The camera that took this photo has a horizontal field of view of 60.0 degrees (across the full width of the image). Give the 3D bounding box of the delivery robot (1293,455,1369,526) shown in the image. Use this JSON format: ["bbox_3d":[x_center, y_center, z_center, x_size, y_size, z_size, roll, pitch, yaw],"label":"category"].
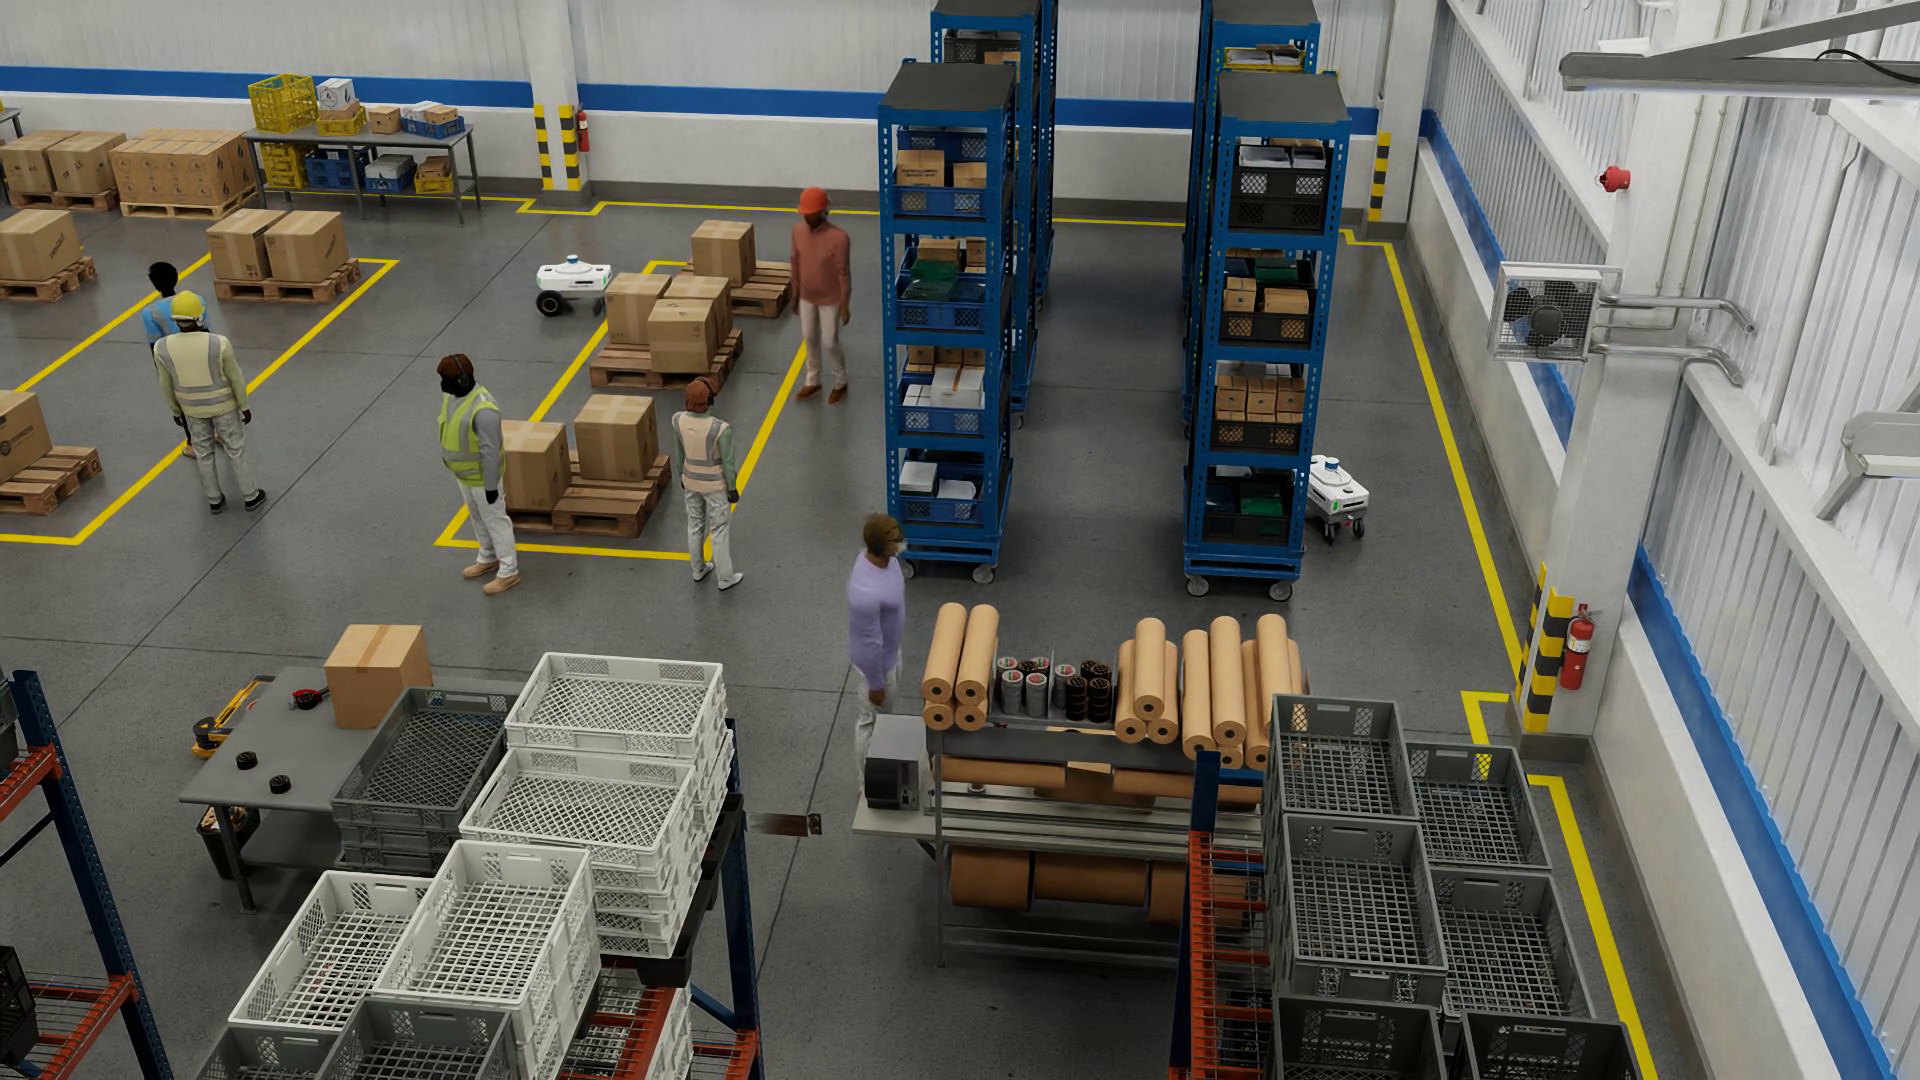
[{"bbox_3d":[2.879,-0.409,12.979,0.477,0.478,0.707,-11,32,-18],"label":"delivery robot"}]

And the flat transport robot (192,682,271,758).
[{"bbox_3d":[-4.089,1.163,10.648,1.431,0.197,0.652,3,30,6],"label":"flat transport robot"}]

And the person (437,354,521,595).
[{"bbox_3d":[-3.475,-0.488,11.945,0.429,1.835,0.620,-22,37,-33],"label":"person"}]

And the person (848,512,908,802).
[{"bbox_3d":[-0.464,0.698,9.814,0.384,1.932,0.658,2,30,4],"label":"person"}]

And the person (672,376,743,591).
[{"bbox_3d":[-1.824,-0.400,11.991,0.514,1.634,0.313,16,34,25],"label":"person"}]

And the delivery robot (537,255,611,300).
[{"bbox_3d":[-3.890,-2.637,16.806,0.707,0.478,0.477,-1,30,-2],"label":"delivery robot"}]

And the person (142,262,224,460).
[{"bbox_3d":[-6.434,-1.492,13.809,0.319,1.692,0.532,24,38,35],"label":"person"}]

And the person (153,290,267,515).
[{"bbox_3d":[-5.830,-1.059,12.924,0.602,1.830,0.404,-4,30,-8],"label":"person"}]

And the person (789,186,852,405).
[{"bbox_3d":[-1.232,-2.155,14.655,0.632,1.995,0.387,17,34,27],"label":"person"}]
